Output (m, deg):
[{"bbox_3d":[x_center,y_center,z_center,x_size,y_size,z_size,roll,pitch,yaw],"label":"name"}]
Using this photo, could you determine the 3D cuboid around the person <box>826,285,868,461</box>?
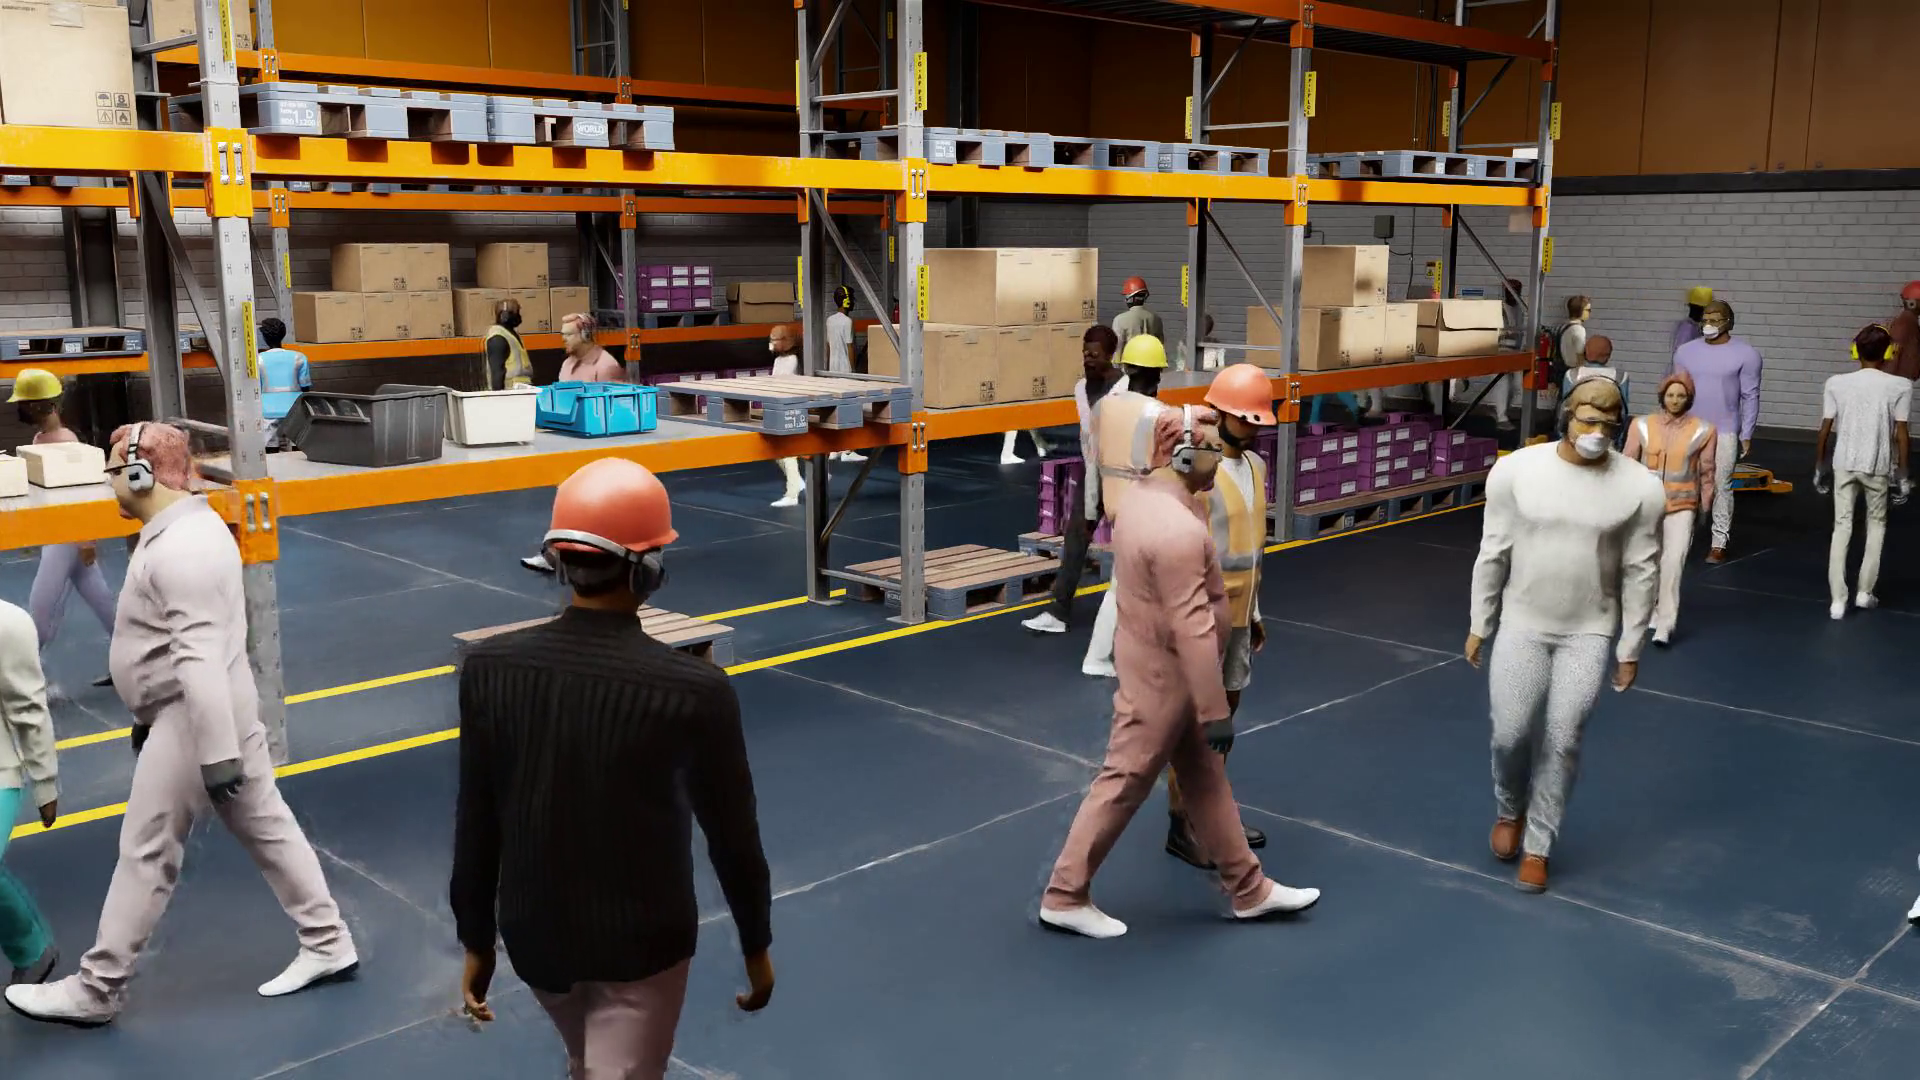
[{"bbox_3d":[-1.233,-1.776,17.789,0.328,1.874,0.521,-7,13,-34],"label":"person"}]

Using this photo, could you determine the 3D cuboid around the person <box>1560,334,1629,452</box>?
[{"bbox_3d":[5.070,-0.833,13.323,0.518,1.626,0.526,4,11,20],"label":"person"}]

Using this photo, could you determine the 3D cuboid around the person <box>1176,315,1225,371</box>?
[{"bbox_3d":[2.448,-1.472,16.869,0.525,1.598,0.836,-1,10,-3],"label":"person"}]

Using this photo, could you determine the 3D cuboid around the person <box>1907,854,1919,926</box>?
[{"bbox_3d":[3.731,0.426,5.868,0.649,1.847,1.039,9,14,40],"label":"person"}]

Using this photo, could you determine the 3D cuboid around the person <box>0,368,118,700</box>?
[{"bbox_3d":[-4.756,-0.027,8.656,0.907,1.714,0.552,-8,13,-37],"label":"person"}]

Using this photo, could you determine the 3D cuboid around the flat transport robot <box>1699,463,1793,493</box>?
[{"bbox_3d":[6.977,-0.579,15.630,1.431,0.197,0.652,-2,11,-8],"label":"flat transport robot"}]

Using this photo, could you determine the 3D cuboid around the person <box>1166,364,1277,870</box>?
[{"bbox_3d":[1.021,0.285,6.400,0.384,1.927,0.543,9,14,41],"label":"person"}]

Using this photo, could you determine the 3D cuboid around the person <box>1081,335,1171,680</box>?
[{"bbox_3d":[1.014,-0.198,9.201,1.028,1.861,0.598,-8,13,-36],"label":"person"}]

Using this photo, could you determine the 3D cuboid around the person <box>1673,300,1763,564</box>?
[{"bbox_3d":[5.521,-0.793,12.245,0.634,1.938,0.355,10,14,42],"label":"person"}]

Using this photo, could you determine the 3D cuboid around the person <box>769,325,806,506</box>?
[{"bbox_3d":[-1.574,-1.095,14.771,0.337,1.621,0.500,-5,11,-25],"label":"person"}]

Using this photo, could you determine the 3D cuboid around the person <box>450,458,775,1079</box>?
[{"bbox_3d":[-0.679,0.793,3.555,0.647,1.947,0.970,3,11,17],"label":"person"}]

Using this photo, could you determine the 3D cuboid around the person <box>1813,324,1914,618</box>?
[{"bbox_3d":[5.758,-0.442,10.591,0.578,1.844,0.738,7,12,33],"label":"person"}]

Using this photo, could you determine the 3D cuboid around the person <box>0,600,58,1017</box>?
[{"bbox_3d":[-2.875,0.683,4.796,0.521,1.719,0.938,0,10,1],"label":"person"}]

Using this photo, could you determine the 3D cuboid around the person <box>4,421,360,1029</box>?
[{"bbox_3d":[-2.404,0.561,5.131,1.022,1.846,0.659,-3,11,-18],"label":"person"}]

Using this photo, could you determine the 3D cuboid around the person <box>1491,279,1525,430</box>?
[{"bbox_3d":[6.791,-2.294,20.609,0.594,1.870,0.386,-6,12,-30],"label":"person"}]

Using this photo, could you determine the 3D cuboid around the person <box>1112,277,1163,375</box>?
[{"bbox_3d":[1.787,-1.680,16.973,0.607,1.987,0.409,-7,12,-32],"label":"person"}]

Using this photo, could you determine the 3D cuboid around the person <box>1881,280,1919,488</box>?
[{"bbox_3d":[8.888,-1.475,15.838,0.611,1.979,0.631,8,13,38],"label":"person"}]

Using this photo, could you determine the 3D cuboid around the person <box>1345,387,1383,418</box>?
[{"bbox_3d":[5.349,-2.536,22.065,0.687,1.817,0.655,5,11,25],"label":"person"}]

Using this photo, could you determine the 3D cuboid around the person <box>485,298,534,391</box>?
[{"bbox_3d":[-4.393,-1.420,16.010,0.831,1.815,0.635,-1,10,-5],"label":"person"}]

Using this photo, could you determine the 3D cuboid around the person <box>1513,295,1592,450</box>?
[{"bbox_3d":[6.253,-1.643,17.265,0.927,1.806,0.495,1,10,4],"label":"person"}]

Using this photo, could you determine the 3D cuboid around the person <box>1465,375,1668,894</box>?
[{"bbox_3d":[2.195,0.348,6.078,0.657,1.917,0.439,3,11,17],"label":"person"}]

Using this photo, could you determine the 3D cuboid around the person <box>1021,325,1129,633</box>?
[{"bbox_3d":[0.805,-0.331,9.898,0.947,1.871,0.598,-8,13,-37],"label":"person"}]

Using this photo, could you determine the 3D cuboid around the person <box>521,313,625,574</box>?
[{"bbox_3d":[-2.650,-0.676,11.851,0.650,1.852,0.986,8,13,37],"label":"person"}]

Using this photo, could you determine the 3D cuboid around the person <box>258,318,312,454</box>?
[{"bbox_3d":[-5.949,-1.096,14.578,0.536,1.694,0.320,-6,12,-29],"label":"person"}]

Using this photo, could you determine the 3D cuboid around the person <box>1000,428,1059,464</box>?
[{"bbox_3d":[0.772,-1.734,17.712,0.962,1.819,0.514,-8,13,-36],"label":"person"}]

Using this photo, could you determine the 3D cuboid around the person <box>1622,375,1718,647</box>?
[{"bbox_3d":[4.198,-0.190,9.916,0.515,1.591,0.876,7,13,34],"label":"person"}]

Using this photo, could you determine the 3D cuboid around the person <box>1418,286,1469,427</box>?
[{"bbox_3d":[5.230,-1.823,18.049,0.554,1.880,1.001,8,13,37],"label":"person"}]

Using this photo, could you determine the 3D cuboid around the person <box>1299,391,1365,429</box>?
[{"bbox_3d":[4.602,-2.248,20.492,0.578,1.826,0.769,-10,14,-44],"label":"person"}]

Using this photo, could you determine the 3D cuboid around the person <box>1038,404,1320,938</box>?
[{"bbox_3d":[0.738,0.464,5.635,1.011,1.850,0.668,0,10,0],"label":"person"}]

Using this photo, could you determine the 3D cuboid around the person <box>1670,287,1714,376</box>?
[{"bbox_3d":[7.340,-1.553,16.504,0.664,1.895,0.619,5,12,27],"label":"person"}]
